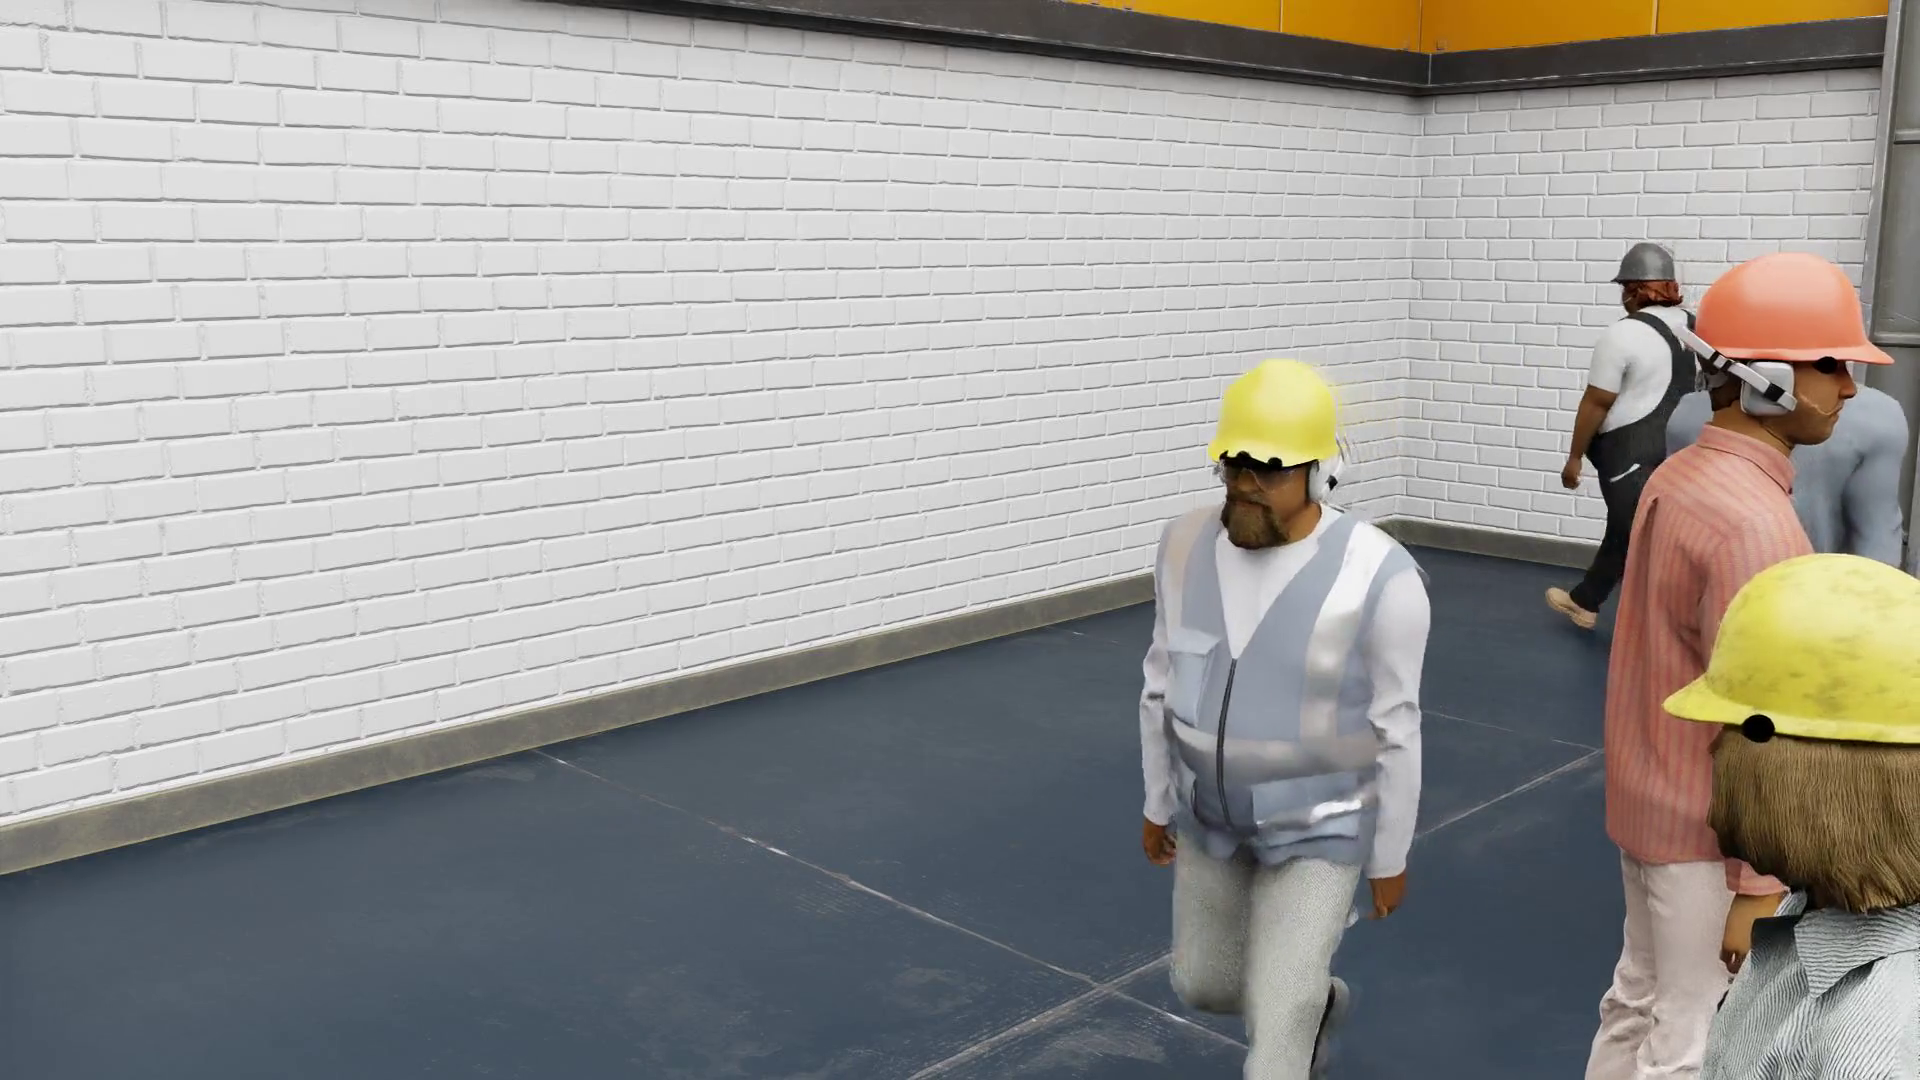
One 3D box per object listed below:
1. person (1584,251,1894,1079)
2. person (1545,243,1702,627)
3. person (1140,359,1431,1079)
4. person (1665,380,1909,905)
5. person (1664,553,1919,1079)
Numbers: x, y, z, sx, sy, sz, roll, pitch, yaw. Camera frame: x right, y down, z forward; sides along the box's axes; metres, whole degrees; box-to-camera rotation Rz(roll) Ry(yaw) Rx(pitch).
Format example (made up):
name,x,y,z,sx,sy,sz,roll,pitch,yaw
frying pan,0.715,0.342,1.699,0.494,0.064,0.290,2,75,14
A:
name,x,y,z,sx,sy,sz,roll,pitch,yaw
person,1.337,0.503,2.928,0.396,1.992,0.617,2,11,10
person,3.284,-0.483,8.176,0.701,2.000,1.004,-5,12,-27
person,0.668,0.522,3.351,0.595,1.802,0.692,9,13,39
person,2.299,0.212,4.701,0.442,1.921,0.659,-10,14,-43
person,0.803,0.871,1.609,0.325,1.740,0.493,4,11,23
